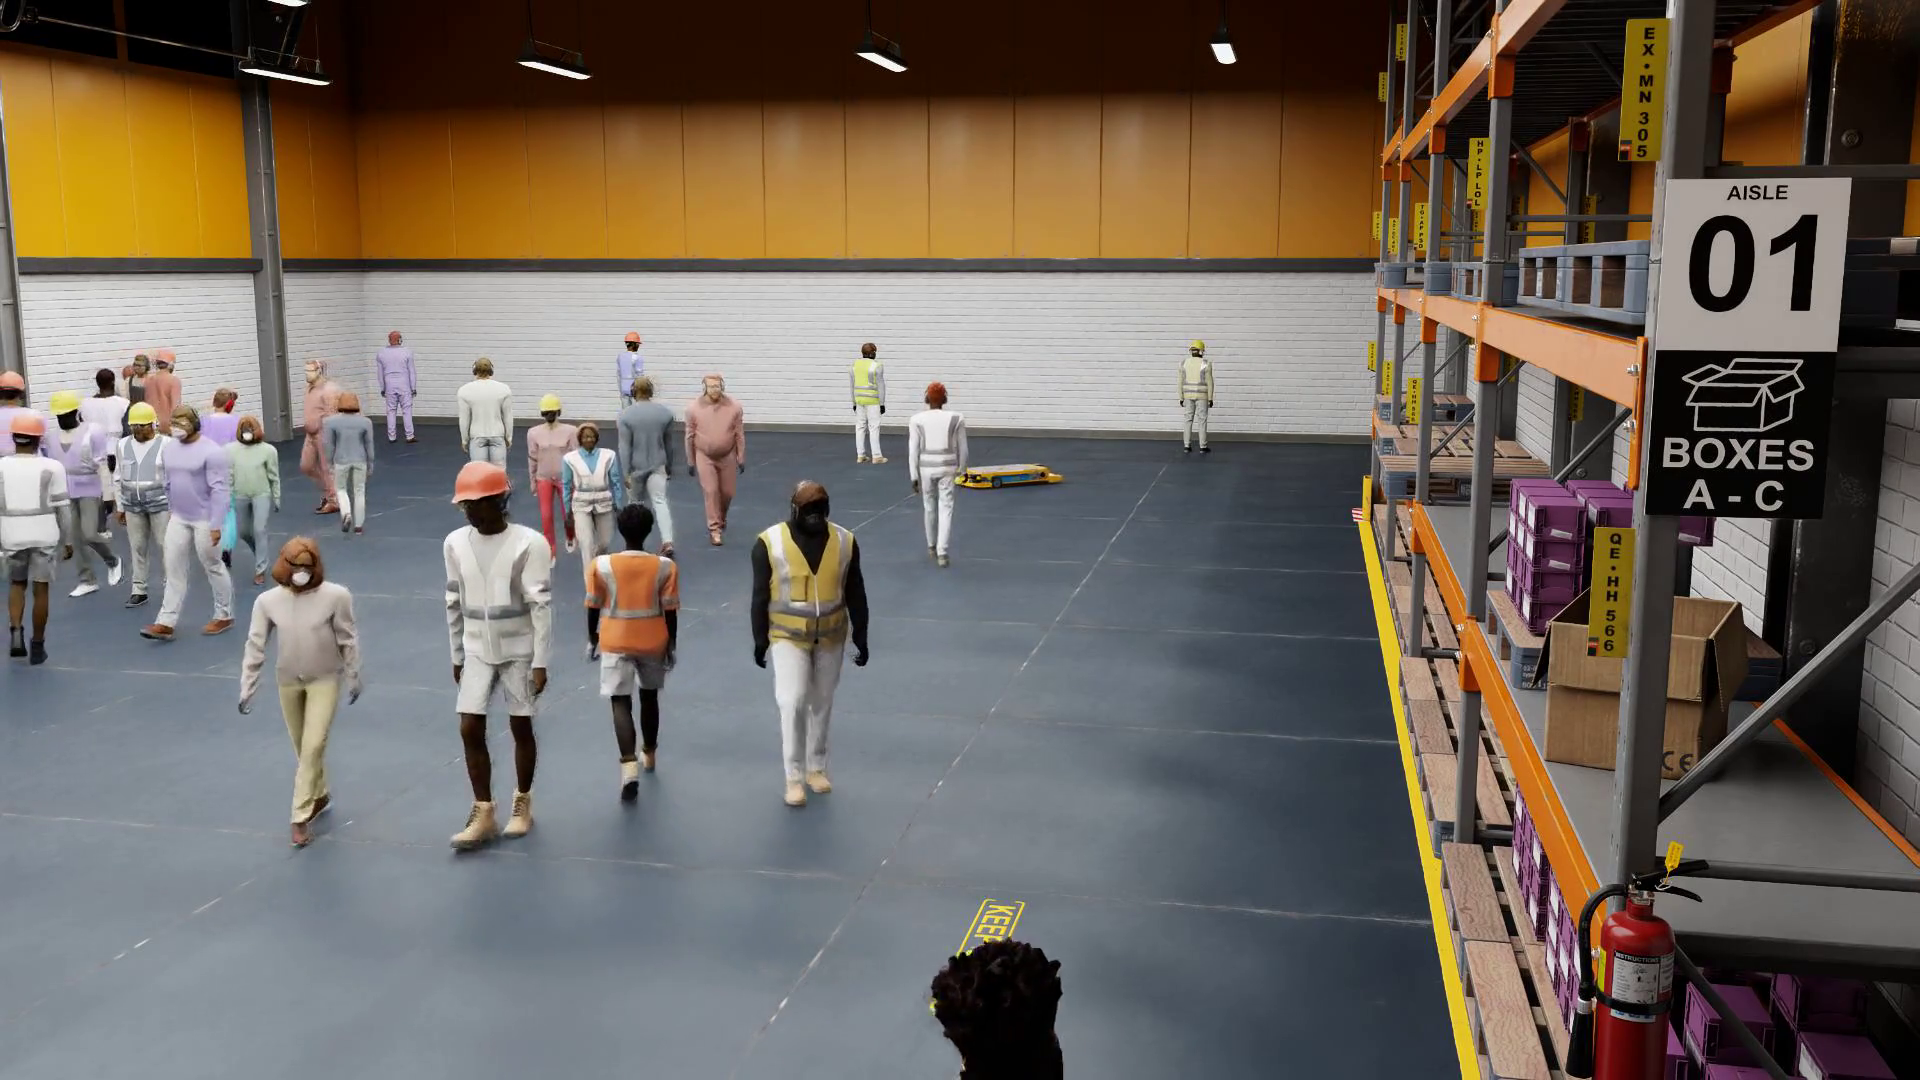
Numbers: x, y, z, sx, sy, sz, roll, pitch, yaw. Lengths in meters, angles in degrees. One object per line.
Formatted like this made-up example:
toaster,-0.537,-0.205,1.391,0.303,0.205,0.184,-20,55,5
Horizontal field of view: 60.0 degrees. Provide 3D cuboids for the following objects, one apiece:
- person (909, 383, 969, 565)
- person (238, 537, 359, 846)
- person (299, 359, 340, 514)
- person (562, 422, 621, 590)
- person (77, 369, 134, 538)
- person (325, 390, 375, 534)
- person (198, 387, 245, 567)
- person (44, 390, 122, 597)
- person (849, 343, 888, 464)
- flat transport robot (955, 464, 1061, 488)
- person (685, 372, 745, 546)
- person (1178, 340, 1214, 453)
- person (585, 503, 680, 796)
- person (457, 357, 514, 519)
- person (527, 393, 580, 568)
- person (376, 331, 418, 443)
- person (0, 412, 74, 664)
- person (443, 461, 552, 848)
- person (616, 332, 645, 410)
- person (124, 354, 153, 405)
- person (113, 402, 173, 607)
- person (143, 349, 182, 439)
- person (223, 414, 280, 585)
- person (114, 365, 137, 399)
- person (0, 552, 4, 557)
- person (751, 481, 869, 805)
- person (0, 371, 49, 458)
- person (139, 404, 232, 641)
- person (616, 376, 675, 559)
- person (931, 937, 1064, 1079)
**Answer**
person,-0.218,-0.685,16.998,0.592,1.831,1.012,1,9,3
person,-3.477,0.774,8.841,0.557,1.602,0.674,0,9,1
person,-7.772,-1.249,20.181,0.643,1.893,0.424,8,12,39
person,-3.370,-0.288,15.203,0.523,1.616,0.658,-4,10,-21
person,-9.526,-0.979,18.637,0.613,1.862,0.996,-1,9,-6
person,-6.830,-0.864,18.653,0.520,1.622,0.362,-4,10,-22
person,-7.456,-0.639,16.809,0.595,1.803,0.866,-2,10,-12
person,-8.035,-0.430,15.221,0.628,1.899,0.543,1,10,8
person,-1.386,-2.088,25.392,0.622,1.845,0.430,7,11,35
flat transport robot,0.622,-0.894,22.918,1.431,0.197,0.652,-5,11,-30
person,-2.682,-0.908,18.191,0.643,1.880,0.726,-3,10,-17
person,3.806,-2.304,26.756,0.588,1.822,0.403,5,11,27
person,-1.880,0.617,9.637,0.535,1.662,0.833,-3,10,-19
person,-5.615,-1.197,19.734,0.627,1.941,0.370,-3,10,-20
person,-4.086,-0.617,16.810,0.523,1.757,0.552,-1,10,-8
person,-9.539,-2.595,28.252,0.639,1.908,0.409,0,9,-2
person,-7.058,-0.011,12.654,0.559,1.915,0.411,-3,10,-18
person,-2.411,0.603,8.648,0.646,2.021,0.649,1,10,8
person,-5.342,-2.427,27.172,0.542,1.930,0.374,6,11,31
person,-10.986,-1.597,22.453,0.529,1.835,0.509,0,9,2
person,-7.185,-0.309,14.718,0.587,1.828,0.404,-1,9,-4
person,-10.397,-1.522,21.744,0.636,1.916,1.135,3,10,15
person,-6.775,-0.415,15.988,0.496,1.611,0.675,-1,9,-5
person,-11.798,-1.700,23.797,0.522,1.586,0.882,-1,9,-4
person,-10.182,-0.676,17.177,0.487,1.746,0.289,5,11,26
person,-0.819,0.577,9.381,0.655,1.818,0.650,-4,10,-21
person,-9.226,-0.655,16.317,0.628,1.987,1.079,-2,10,-13
person,-6.218,-0.129,13.376,0.657,1.907,0.825,3,10,17
person,-3.227,-0.751,17.208,0.638,1.900,1.023,-5,11,-28
person,0.077,1.625,2.744,0.611,1.937,0.661,4,10,24
